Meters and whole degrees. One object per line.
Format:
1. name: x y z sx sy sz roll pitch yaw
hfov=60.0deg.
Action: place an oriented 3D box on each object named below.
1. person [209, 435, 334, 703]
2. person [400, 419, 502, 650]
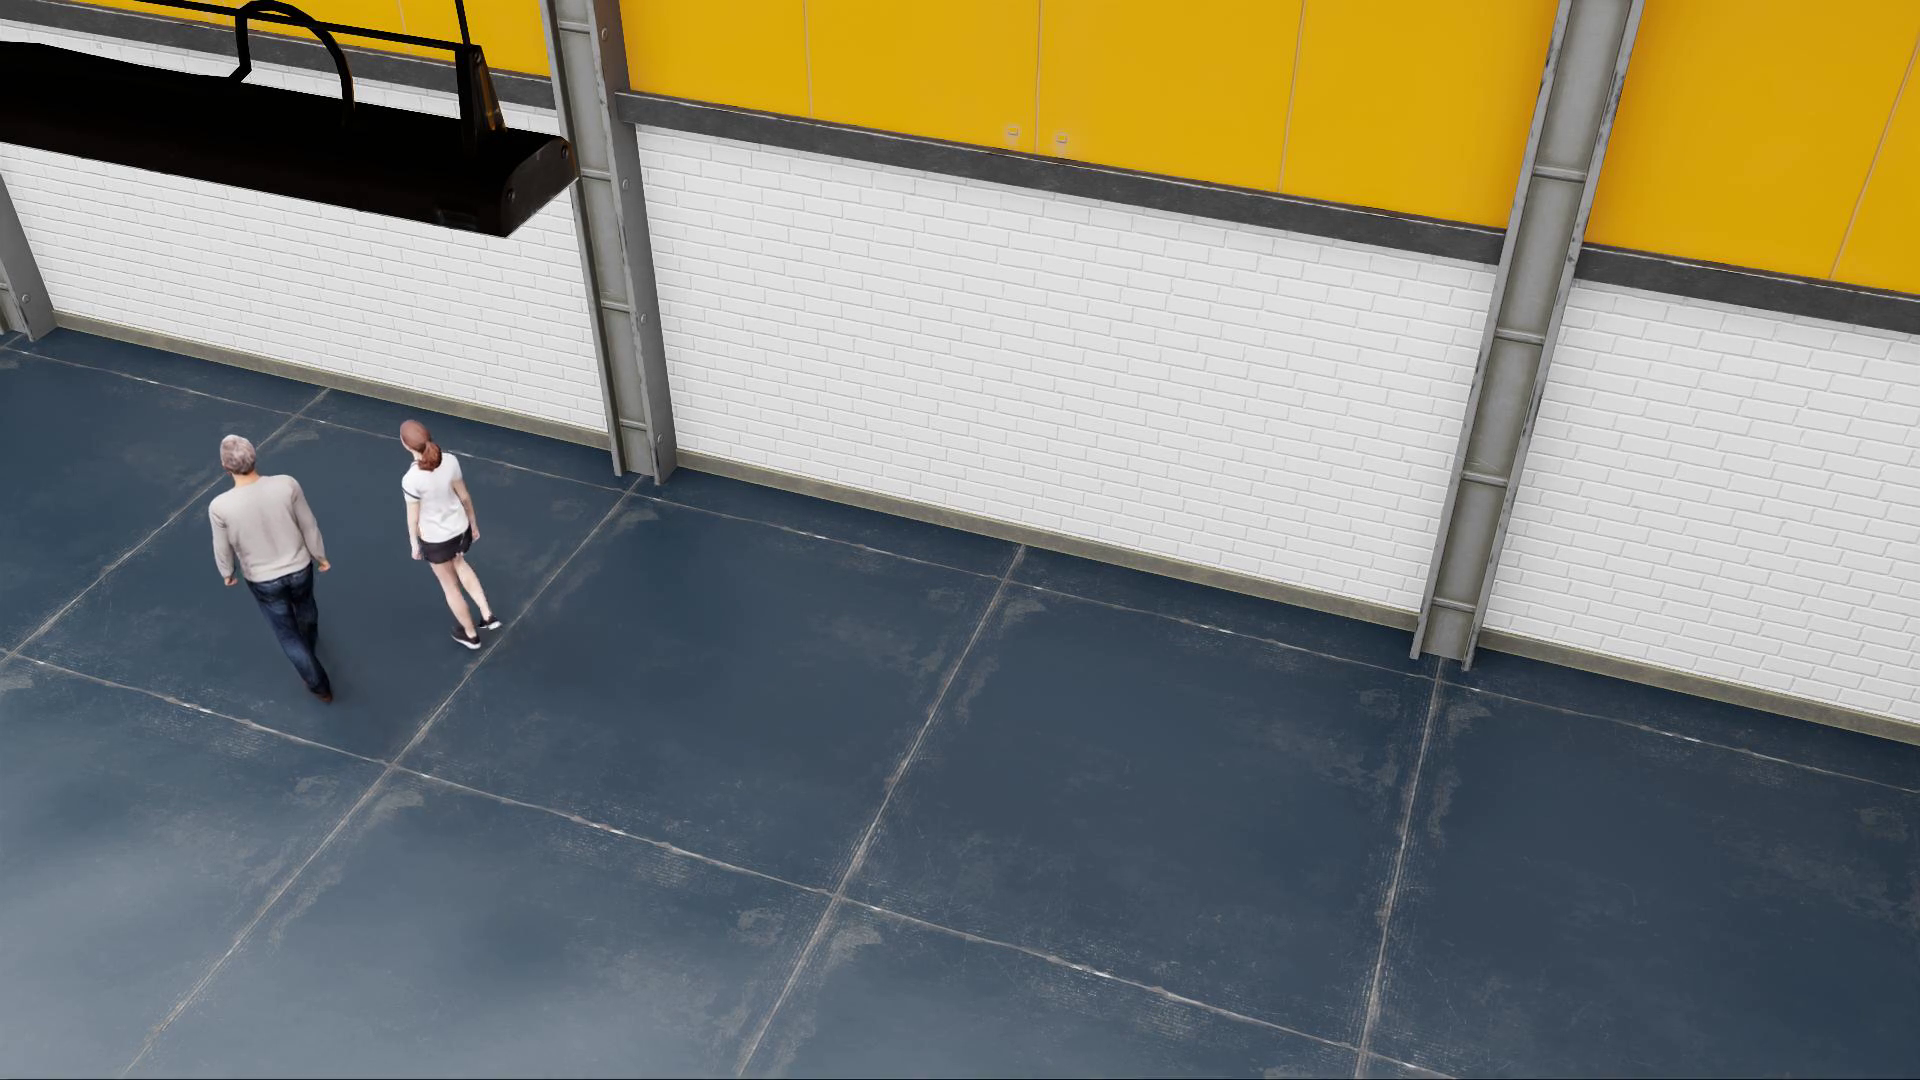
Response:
1. person: -4.169 0.242 10.261 1.086 1.881 1.211 -26 45 -28
2. person: -3.245 0.017 10.658 0.722 1.737 0.644 24 44 27
